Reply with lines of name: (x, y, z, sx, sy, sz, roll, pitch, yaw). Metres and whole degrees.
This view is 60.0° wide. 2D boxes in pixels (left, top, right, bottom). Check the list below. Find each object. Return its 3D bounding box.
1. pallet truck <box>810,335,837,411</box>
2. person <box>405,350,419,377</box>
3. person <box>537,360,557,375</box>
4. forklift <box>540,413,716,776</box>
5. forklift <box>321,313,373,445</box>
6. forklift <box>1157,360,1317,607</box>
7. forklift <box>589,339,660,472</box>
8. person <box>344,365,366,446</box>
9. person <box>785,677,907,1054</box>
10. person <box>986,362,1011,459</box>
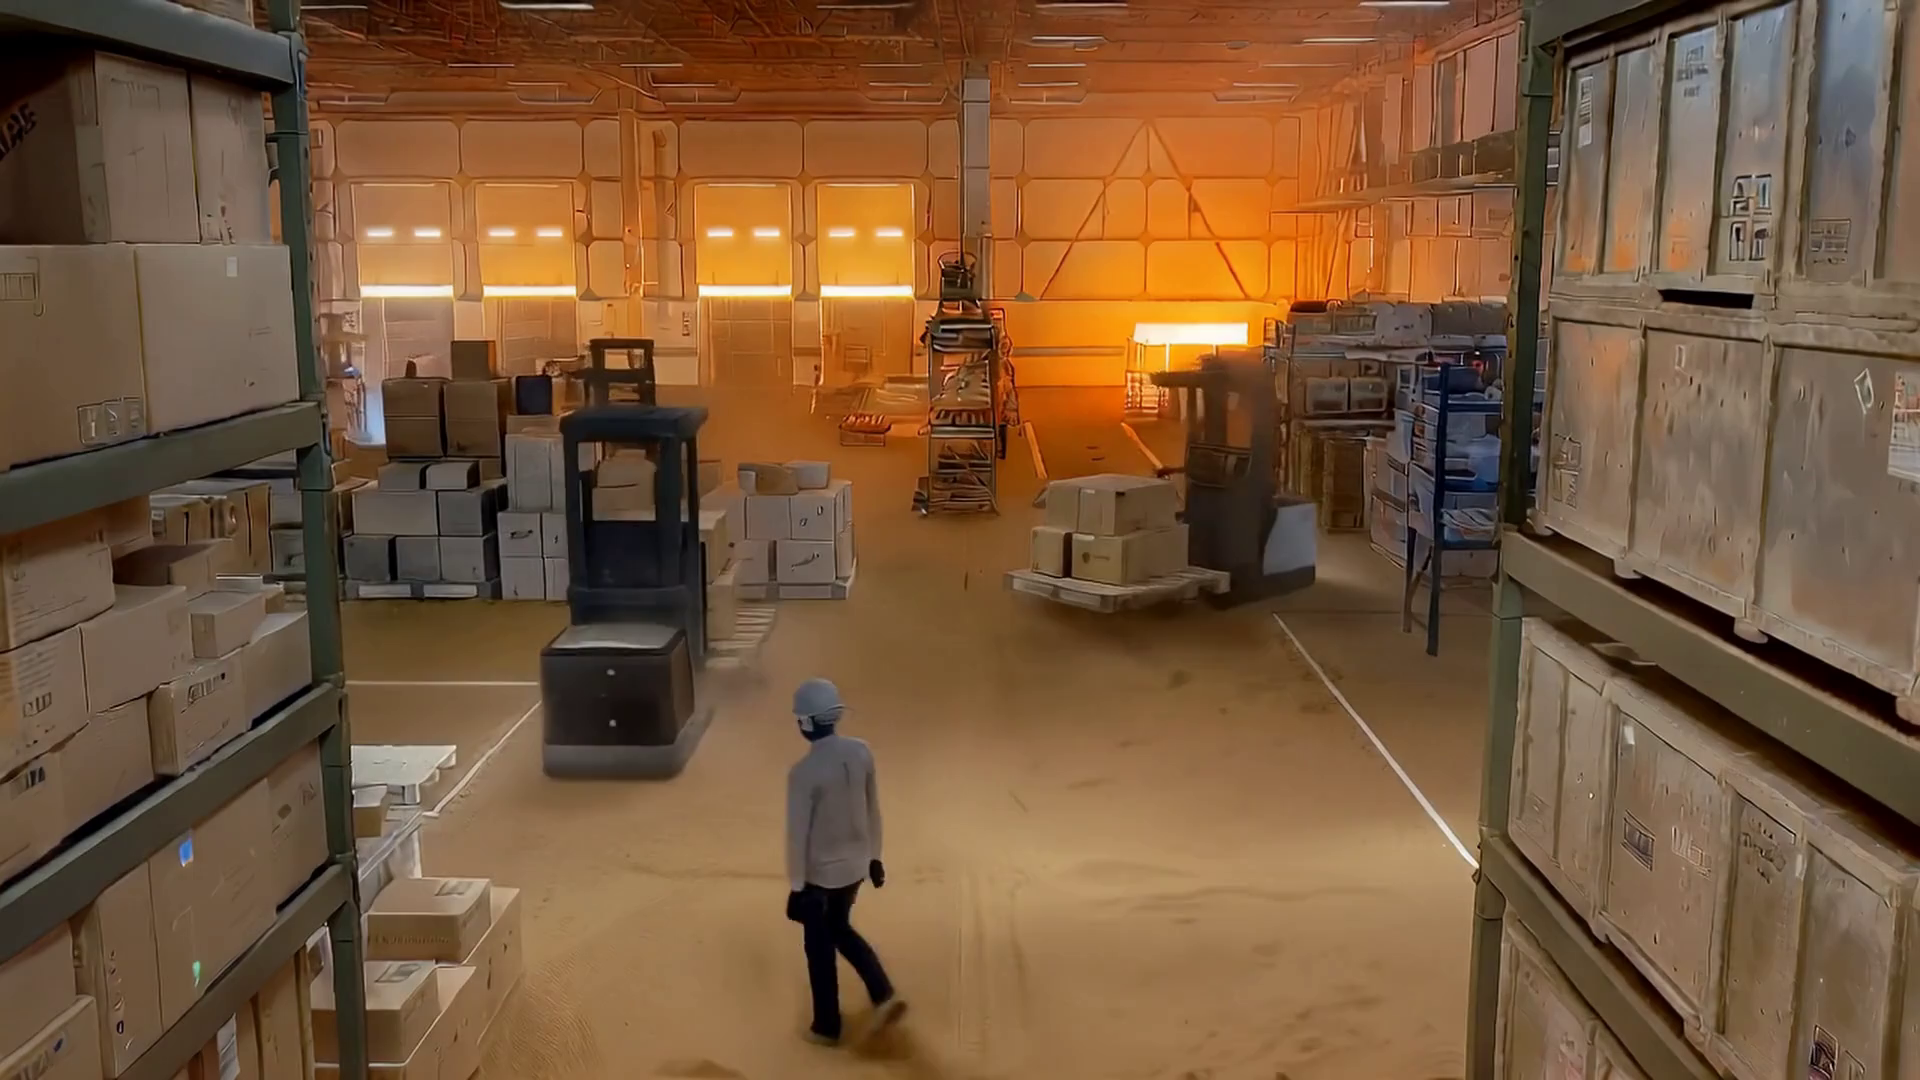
pallet truck: (-3.021, -4.312, 43.126, 1.885, 1.965, 0.823, 3, 10, 17)
person: (-12.870, -3.549, 39.163, 0.345, 1.847, 0.506, -6, 12, -31)
person: (-9.695, -3.407, 39.002, 0.531, 1.607, 0.726, 1, 10, 3)
forklift: (-2.736, 0.356, 13.650, 1.129, 2.768, 1.873, 0, 10, 1)
forklift: (-13.638, -3.434, 35.516, 1.873, 2.768, 1.129, 8, 13, 39)
forklift: (3.375, -0.756, 20.061, 1.873, 2.768, 1.129, -8, 13, -40)
forklift: (-5.074, -1.646, 25.196, 1.129, 2.768, 1.873, 0, 10, 1)
person: (-12.947, -2.866, 35.515, 0.492, 1.742, 0.315, 3, 10, 18)
person: (-0.648, 1.686, 8.577, 0.557, 1.972, 0.647, 7, 12, 34)
person: (0.748, -2.598, 33.403, 0.542, 1.939, 0.362, 4, 11, 23)
